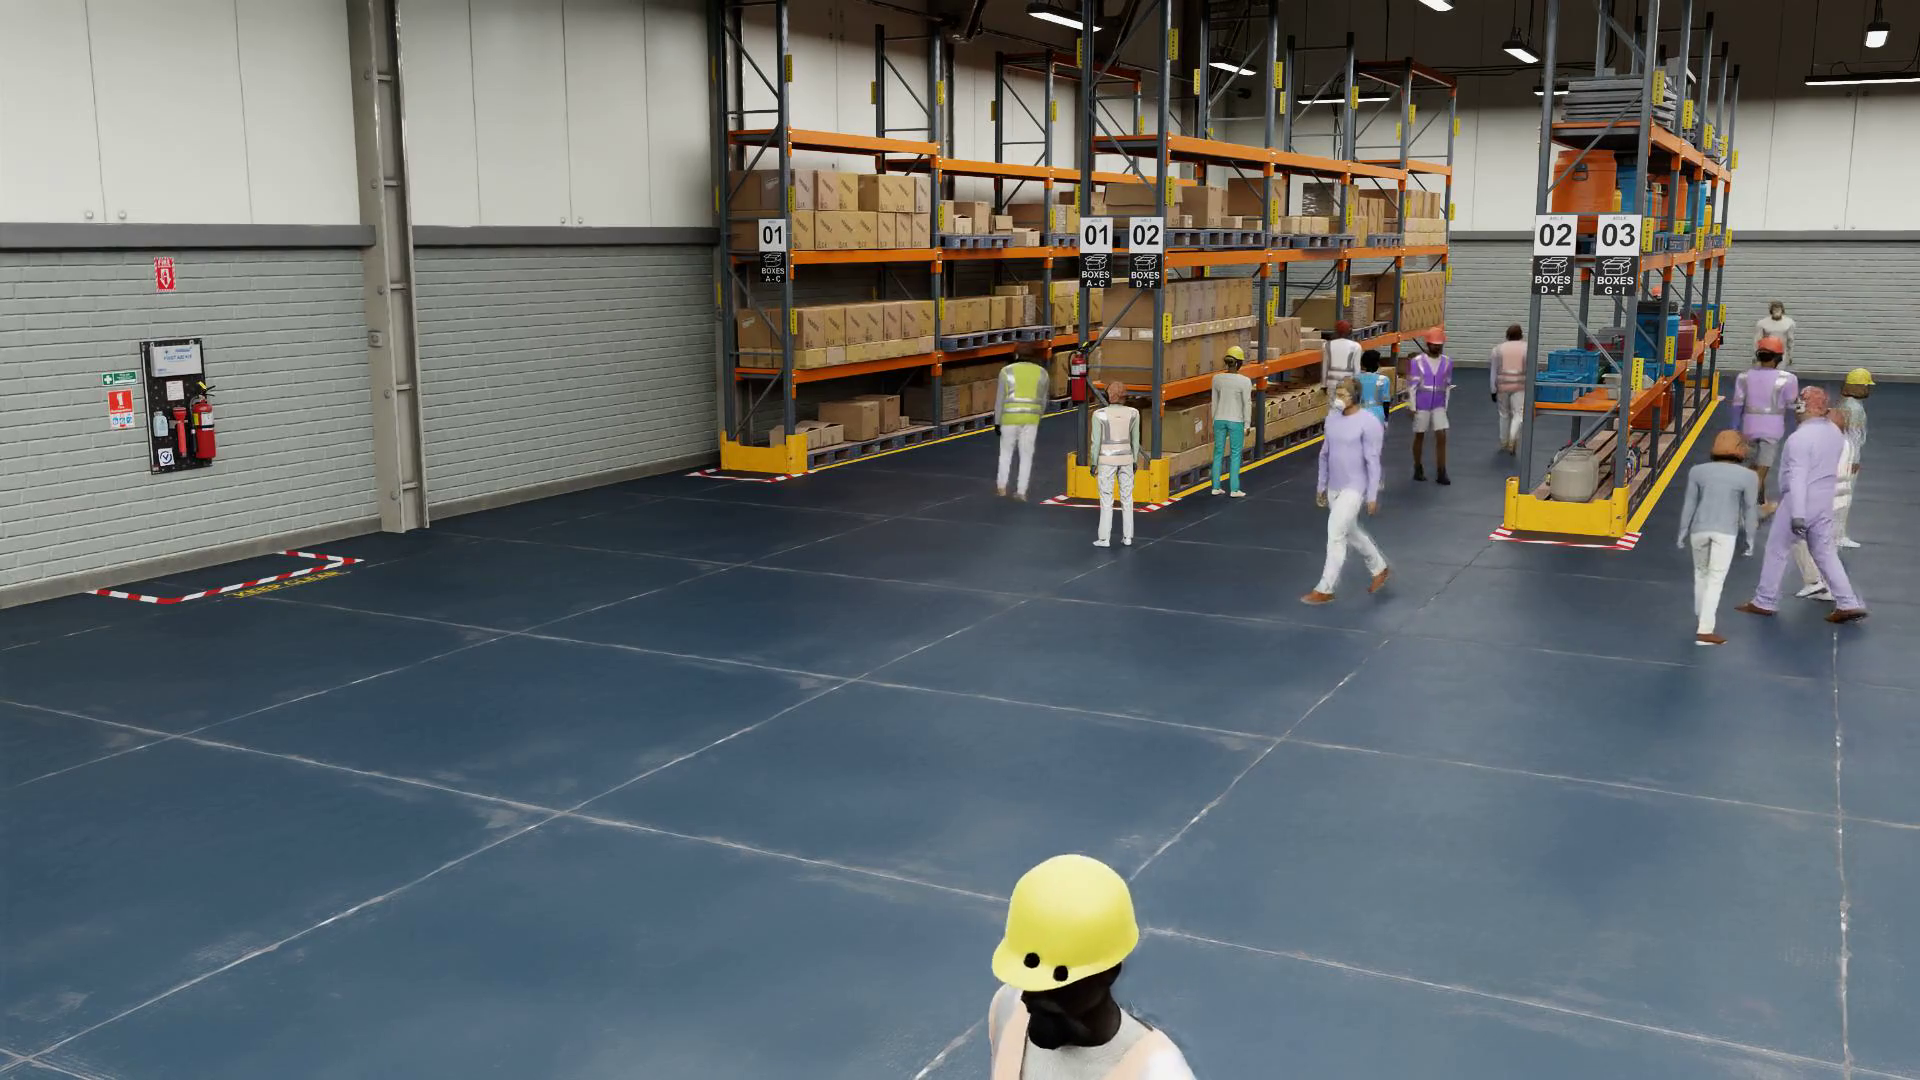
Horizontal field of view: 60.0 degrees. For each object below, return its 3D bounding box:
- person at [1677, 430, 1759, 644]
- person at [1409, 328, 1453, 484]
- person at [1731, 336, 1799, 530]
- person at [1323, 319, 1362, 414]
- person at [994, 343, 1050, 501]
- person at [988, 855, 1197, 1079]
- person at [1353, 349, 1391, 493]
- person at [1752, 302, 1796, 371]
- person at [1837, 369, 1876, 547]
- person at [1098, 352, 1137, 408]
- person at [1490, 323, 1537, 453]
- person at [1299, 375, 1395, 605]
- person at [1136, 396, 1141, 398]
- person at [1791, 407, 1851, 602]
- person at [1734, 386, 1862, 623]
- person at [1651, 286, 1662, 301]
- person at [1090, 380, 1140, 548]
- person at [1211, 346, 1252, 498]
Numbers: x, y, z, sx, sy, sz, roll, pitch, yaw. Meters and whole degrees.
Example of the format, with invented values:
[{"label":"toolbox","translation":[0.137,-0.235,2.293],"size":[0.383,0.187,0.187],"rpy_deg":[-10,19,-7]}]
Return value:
[{"label":"person","translation":[5.703,-0.029,12.525],"size":[0.517,1.576,0.728],"rpy_deg":[9,13,39]},{"label":"person","translation":[5.771,-1.627,20.341],"size":[0.561,1.898,0.881],"rpy_deg":[0,10,-1]},{"label":"person","translation":[8.412,-1.122,17.339],"size":[1.067,1.984,0.631],"rpy_deg":[-8,13,-39]},{"label":"person","translation":[5.383,-2.178,23.437],"size":[0.580,1.861,0.579],"rpy_deg":[5,12,27]},{"label":"person","translation":[0.693,-1.367,19.224],"size":[0.656,1.806,0.750],"rpy_deg":[-2,11,-9]},{"label":"person","translation":[0.179,1.512,3.168],"size":[0.502,1.912,0.623],"rpy_deg":[-8,13,-37]},{"label":"person","translation":[4.832,-1.407,19.692],"size":[0.535,1.699,0.322],"rpy_deg":[7,12,33]},{"label":"person","translation":[14.140,-3.193,28.937],"size":[0.661,1.883,1.020],"rpy_deg":[4,11,22]},{"label":"person","translation":[8.738,-0.811,16.324],"size":[0.320,1.742,0.492],"rpy_deg":[2,11,13]},{"label":"person","translation":[2.091,-1.976,22.471],"size":[0.507,1.822,0.878],"rpy_deg":[5,12,27]},{"label":"person","translation":[7.752,-2.130,23.335],"size":[0.623,1.814,0.829],"rpy_deg":[5,12,26]},{"label":"person","translation":[3.268,-0.428,13.821],"size":[0.959,1.904,0.643],"rpy_deg":[-5,11,-24]},{"label":"person","translation":[3.047,-2.812,27.170],"size":[0.533,1.768,0.311],"rpy_deg":[5,12,26]},{"label":"person","translation":[7.157,-0.291,13.817],"size":[0.520,1.626,0.382],"rpy_deg":[-6,12,-29]},{"label":"person","translation":[6.697,-0.273,13.088],"size":[0.640,1.872,0.904],"rpy_deg":[-6,12,-30]},{"label":"person","translation":[14.442,-4.256,34.440],"size":[0.386,1.989,0.608],"rpy_deg":[6,12,30]},{"label":"person","translation":[1.508,-0.734,16.183],"size":[0.514,1.641,0.308],"rpy_deg":[-3,11,-18]},{"label":"person","translation":[3.155,-1.373,19.355],"size":[0.518,1.757,0.339],"rpy_deg":[7,13,35]}]
